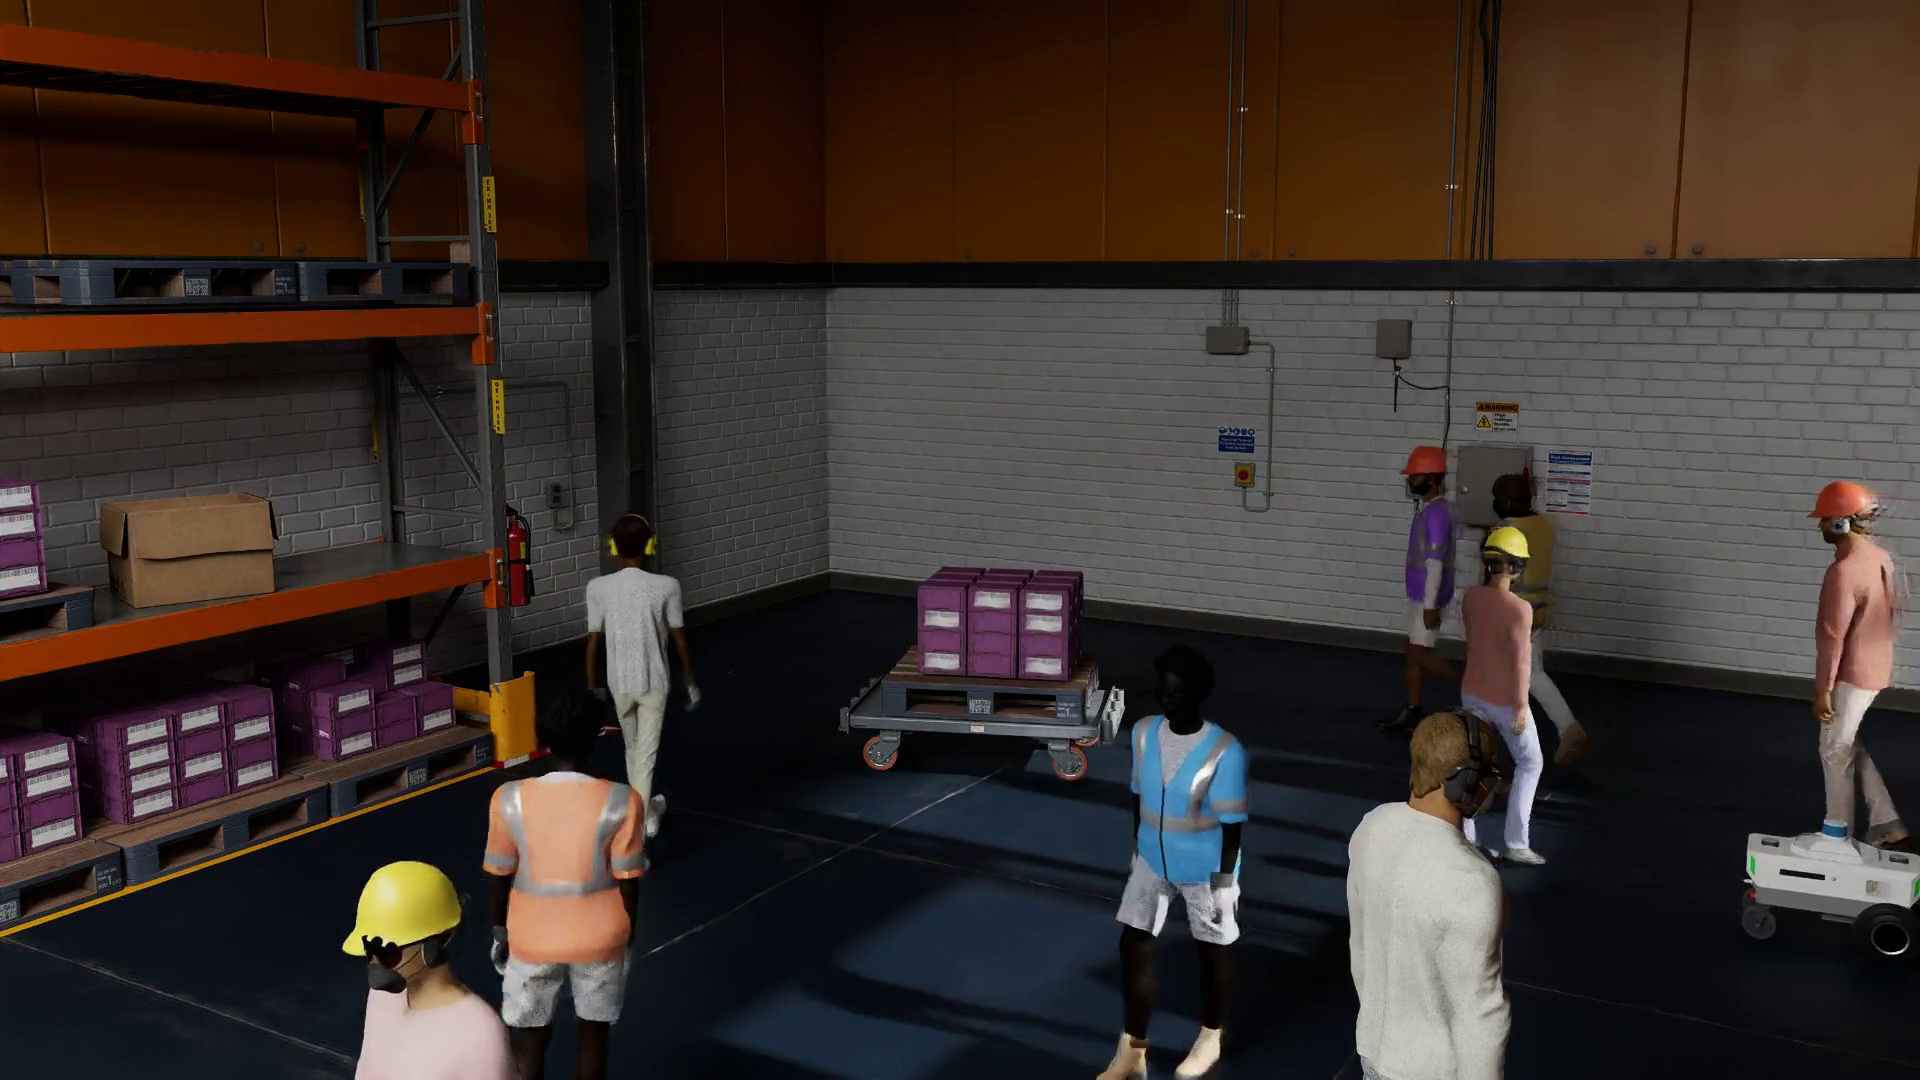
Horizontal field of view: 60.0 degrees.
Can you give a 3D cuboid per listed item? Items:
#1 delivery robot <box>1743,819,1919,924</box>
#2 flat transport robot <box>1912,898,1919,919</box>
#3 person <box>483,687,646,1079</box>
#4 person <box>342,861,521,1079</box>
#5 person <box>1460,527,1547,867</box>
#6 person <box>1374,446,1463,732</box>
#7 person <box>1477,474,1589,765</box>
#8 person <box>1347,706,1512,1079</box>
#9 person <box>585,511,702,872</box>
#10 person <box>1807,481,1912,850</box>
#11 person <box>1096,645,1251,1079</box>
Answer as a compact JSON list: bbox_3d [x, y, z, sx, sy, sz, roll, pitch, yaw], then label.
[{"bbox_3d":[3.946,1.509,7.532,0.707,0.478,0.477,4,10,25],"label":"delivery robot"},{"bbox_3d":[4.947,1.760,7.143,0.652,0.197,1.431,-8,12,-42],"label":"flat transport robot"},{"bbox_3d":[-1.293,1.336,5.429,0.533,1.674,0.575,0,9,-2],"label":"person"},{"bbox_3d":[-1.235,1.569,3.841,0.918,1.713,0.525,-8,12,-42],"label":"person"},{"bbox_3d":[2.775,0.800,8.521,0.511,1.745,0.537,-4,10,-22],"label":"person"},{"bbox_3d":[3.111,0.343,10.855,0.651,1.924,0.566,1,9,8],"label":"person"},{"bbox_3d":[3.493,0.494,10.299,0.628,1.811,0.855,-6,11,-32],"label":"person"},{"bbox_3d":[1.225,1.381,4.335,0.373,1.935,0.628,-2,9,-15],"label":"person"},{"bbox_3d":[-1.630,0.759,8.584,0.518,1.818,0.986,1,9,9],"label":"person"},{"bbox_3d":[4.550,0.687,8.534,0.501,1.975,0.654,8,12,43],"label":"person"},{"bbox_3d":[0.763,1.225,6.086,0.553,1.670,0.689,8,12,41],"label":"person"}]
